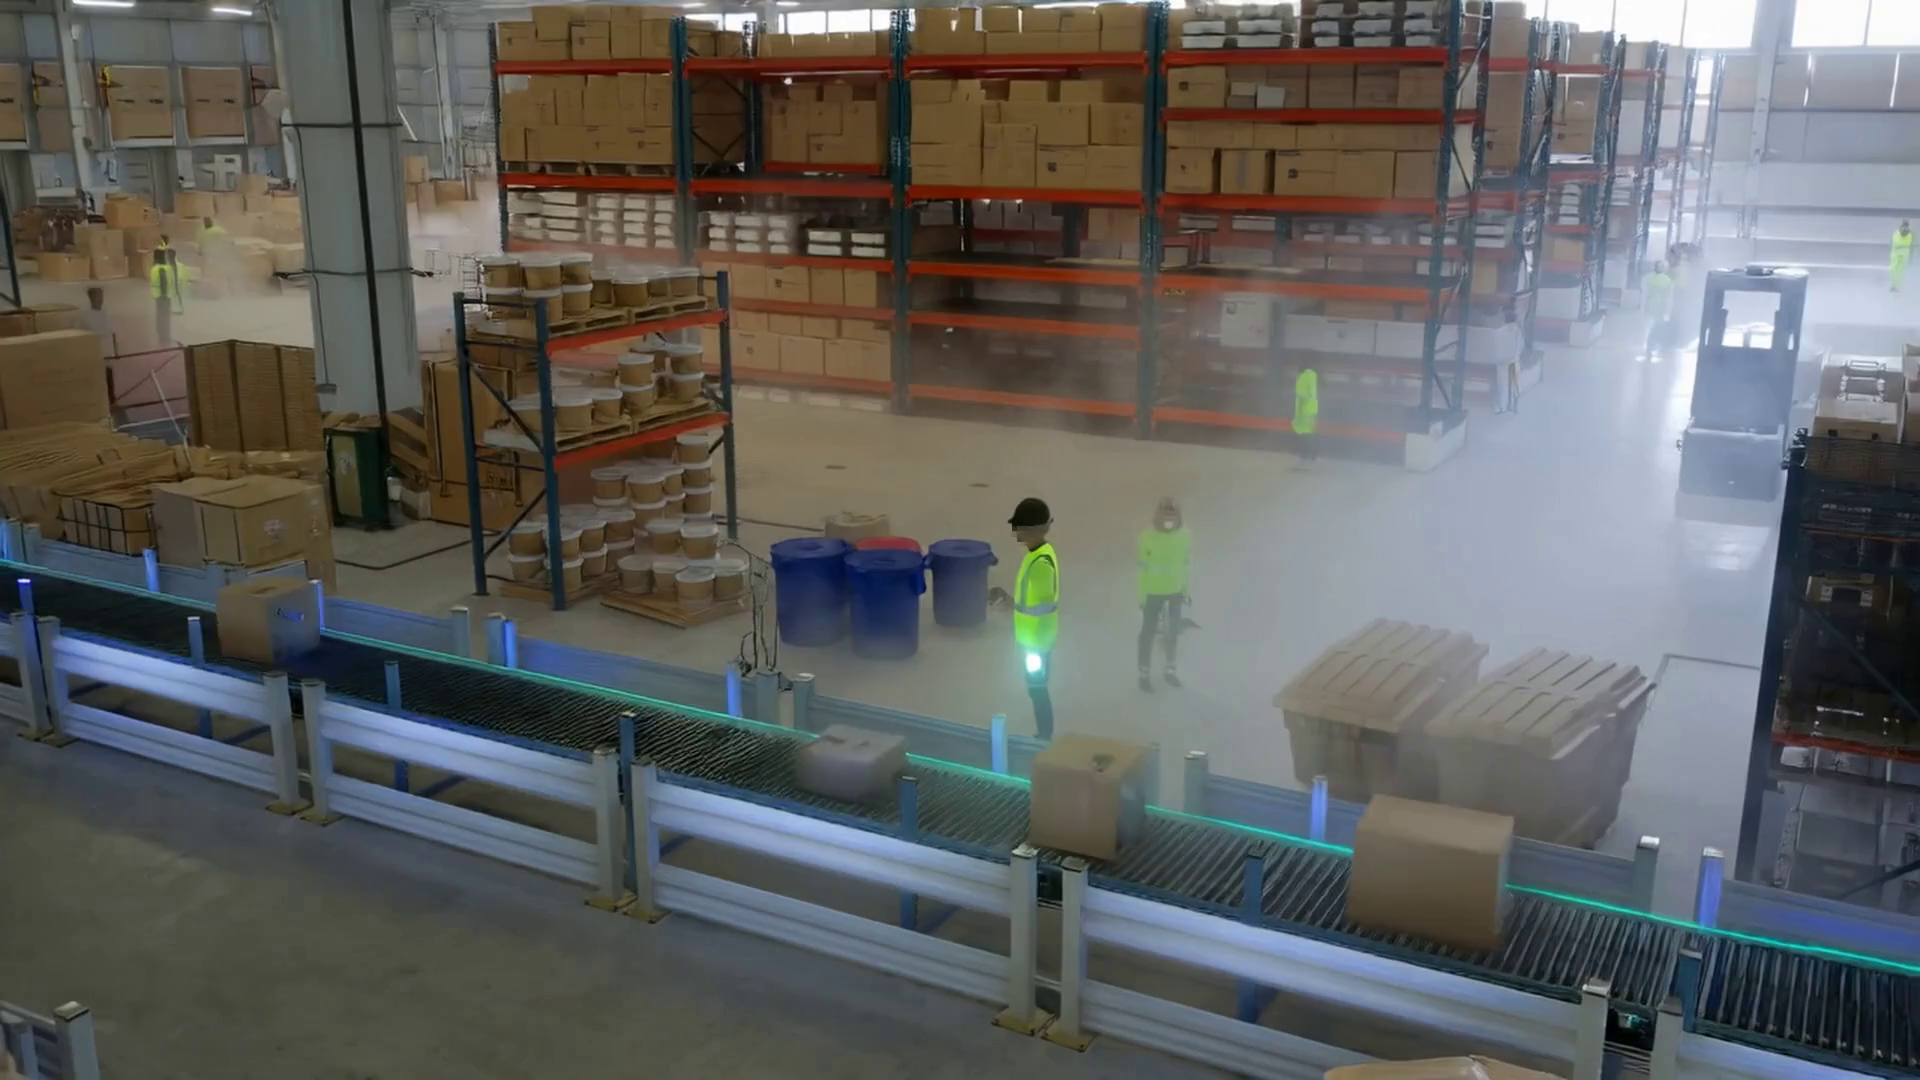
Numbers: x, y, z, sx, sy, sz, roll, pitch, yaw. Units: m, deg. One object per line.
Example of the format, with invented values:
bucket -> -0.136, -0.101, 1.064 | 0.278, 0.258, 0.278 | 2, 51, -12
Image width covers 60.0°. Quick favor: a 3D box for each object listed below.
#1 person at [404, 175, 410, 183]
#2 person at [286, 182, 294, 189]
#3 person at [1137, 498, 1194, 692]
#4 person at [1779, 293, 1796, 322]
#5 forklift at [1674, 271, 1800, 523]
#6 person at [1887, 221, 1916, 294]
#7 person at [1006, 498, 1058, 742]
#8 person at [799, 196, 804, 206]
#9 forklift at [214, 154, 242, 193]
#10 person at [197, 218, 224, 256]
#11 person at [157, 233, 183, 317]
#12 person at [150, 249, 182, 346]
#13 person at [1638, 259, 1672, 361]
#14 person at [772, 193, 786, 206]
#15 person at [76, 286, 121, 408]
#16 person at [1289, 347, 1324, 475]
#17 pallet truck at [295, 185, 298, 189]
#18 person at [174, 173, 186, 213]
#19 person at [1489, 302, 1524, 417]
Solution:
person -> -23.139, -14.448, 69.733 | 0.550, 1.650, 0.831 | 1, 15, 3
person -> -23.470, -11.579, 58.433 | 0.365, 1.939, 0.636 | 5, 16, 19
person -> 1.702, 0.450, 13.798 | 0.500, 1.632, 0.286 | -4, 16, -16
person -> 15.637, -4.238, 31.422 | 0.280, 1.633, 0.502 | 3, 15, 13
forklift -> 9.269, -1.763, 19.726 | 1.129, 2.768, 1.873 | 8, 17, 27
person -> 23.828, -7.180, 42.142 | 0.571, 1.815, 0.854 | 8, 17, 28
person -> 0.521, 0.693, 12.098 | 0.383, 2.041, 0.616 | 0, 15, 1
person -> -5.064, -10.741, 55.329 | 0.642, 1.908, 0.729 | 0, 15, 1
forklift -> -26.728, -12.764, 61.082 | 1.873, 2.768, 1.129 | 8, 17, 28
person -> -19.510, -7.471, 43.265 | 0.630, 1.790, 0.963 | 2, 15, 6
person -> -17.825, -5.960, 37.452 | 0.309, 1.864, 0.535 | 8, 17, 28
person -> -15.831, -4.802, 33.006 | 0.390, 1.913, 0.587 | -14, 20, -42
person -> 13.049, -4.304, 31.167 | 0.399, 1.900, 0.645 | -8, 17, -29
person -> -5.951, -10.770, 55.575 | 0.621, 1.845, 0.429 | 2, 15, 7
person -> -13.632, -3.048, 26.327 | 0.530, 1.955, 0.627 | 8, 17, 28
person -> 4.513, -1.661, 21.619 | 0.408, 1.682, 0.555 | 7, 17, 26
pallet truck -> -26.804, -14.617, 69.738 | 1.885, 1.965, 0.823 | -14, 20, -42
person -> -31.095, -13.660, 66.335 | 0.773, 1.901, 0.592 | -7, 16, -25
person -> 8.467, -2.796, 25.744 | 0.523, 1.769, 0.321 | -8, 17, -28
